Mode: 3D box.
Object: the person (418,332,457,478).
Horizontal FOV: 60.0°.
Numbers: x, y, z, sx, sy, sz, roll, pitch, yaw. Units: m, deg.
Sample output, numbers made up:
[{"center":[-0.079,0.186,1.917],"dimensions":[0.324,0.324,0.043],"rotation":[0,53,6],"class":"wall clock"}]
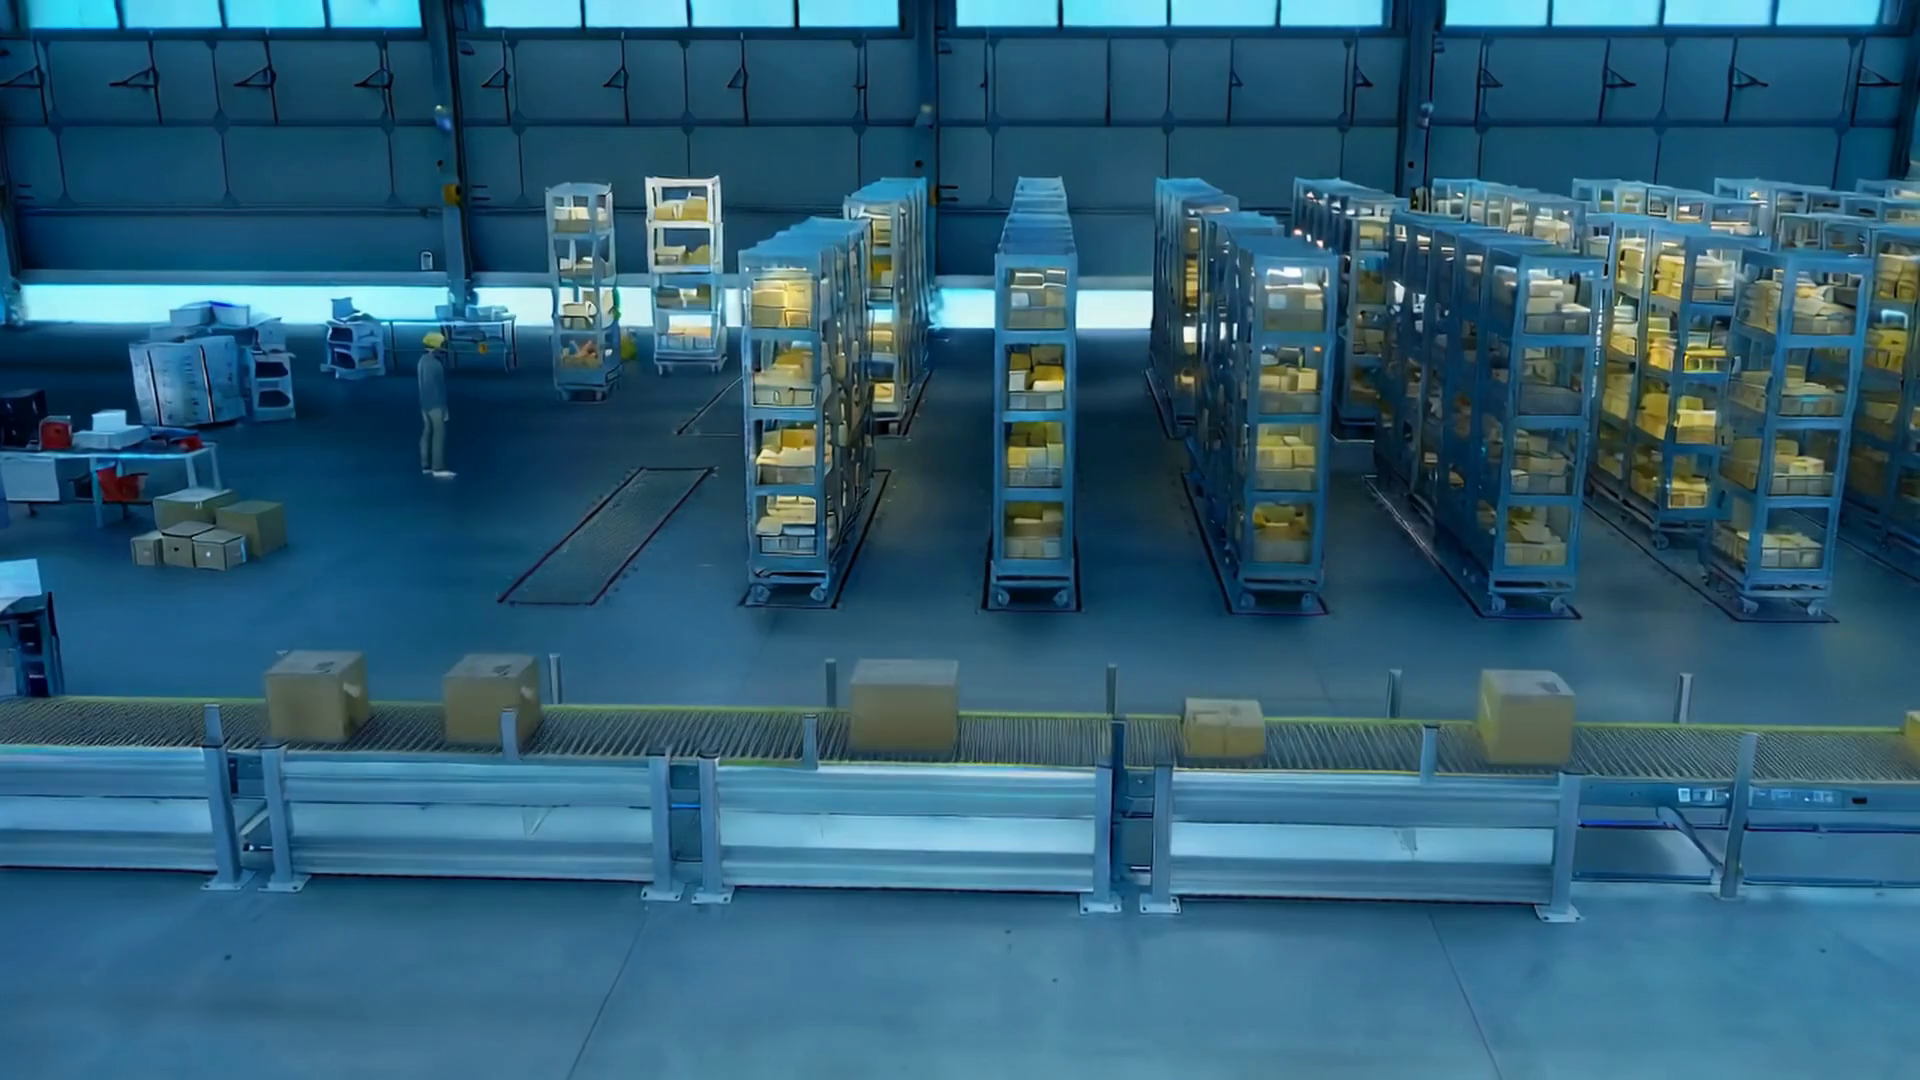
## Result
[{"center":[-7.109,-1.833,22.607],"dimensions":[0.430,1.981,0.634],"rotation":[-14,20,-42],"class":"person"}]
